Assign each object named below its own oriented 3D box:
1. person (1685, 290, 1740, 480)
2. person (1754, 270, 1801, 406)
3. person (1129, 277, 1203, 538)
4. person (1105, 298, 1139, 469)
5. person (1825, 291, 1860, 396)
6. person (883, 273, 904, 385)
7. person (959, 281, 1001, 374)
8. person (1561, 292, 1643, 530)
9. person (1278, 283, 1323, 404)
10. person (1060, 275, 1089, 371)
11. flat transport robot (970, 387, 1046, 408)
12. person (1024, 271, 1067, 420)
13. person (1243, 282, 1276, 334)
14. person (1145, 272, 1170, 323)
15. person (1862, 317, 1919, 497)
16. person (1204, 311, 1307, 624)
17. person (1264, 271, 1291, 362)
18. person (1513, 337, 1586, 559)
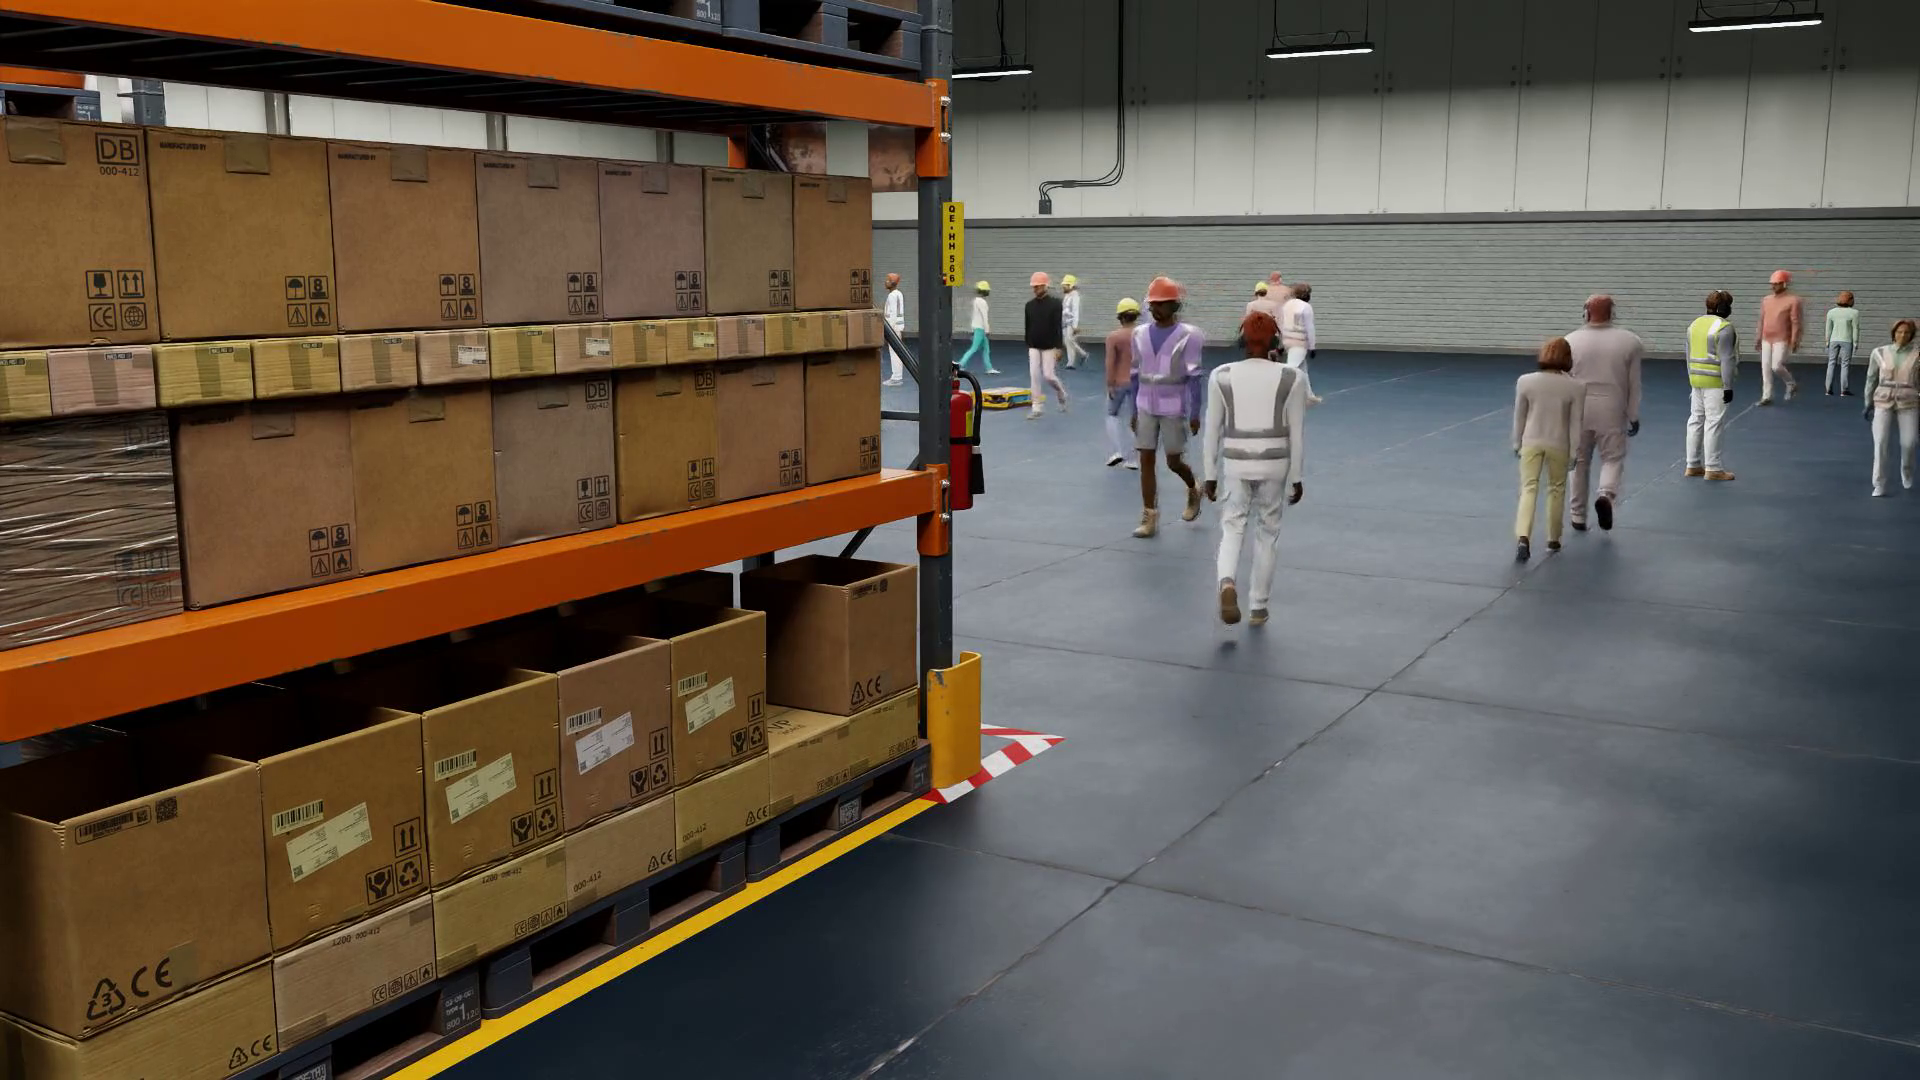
[{"bbox_3d":[7.365,-1.510,16.266,0.429,1.844,0.623,-2,10,-11],"label":"person"},{"bbox_3d":[11.859,-2.917,24.102,0.532,1.978,0.620,-4,11,-24],"label":"person"},{"bbox_3d":[1.633,-1.048,13.045,0.611,2.022,0.800,7,12,34],"label":"person"},{"bbox_3d":[1.708,-1.596,17.045,0.531,1.753,0.463,-3,10,-15],"label":"person"},{"bbox_3d":[13.796,-3.071,26.012,0.279,1.633,0.504,-8,12,-38],"label":"person"},{"bbox_3d":[-1.123,-3.548,28.069,0.343,1.882,0.585,2,10,9],"label":"person"},{"bbox_3d":[0.316,-3.891,30.537,0.823,1.730,0.535,-2,10,-10],"label":"person"},{"bbox_3d":[4.985,-0.990,13.051,0.665,1.890,0.592,4,10,21],"label":"person"},{"bbox_3d":[4.903,-2.824,24.146,0.976,1.787,0.633,-4,10,-22],"label":"person"},{"bbox_3d":[2.159,-4.109,31.514,0.560,1.820,0.619,-2,10,-10],"label":"person"},{"bbox_3d":[0.629,-2.084,24.211,0.652,0.197,1.431,6,11,31],"label":"flat transport robot"},{"bbox_3d":[1.150,-2.603,22.270,0.625,1.975,0.632,7,12,34],"label":"person"},{"bbox_3d":[5.203,-3.593,28.797,0.550,1.725,0.898,-2,10,-12],"label":"person"},{"bbox_3d":[2.947,-2.961,24.481,0.372,1.939,0.631,-4,11,-24],"label":"person"},{"bbox_3d":[8.509,-1.207,15.117,0.534,1.627,0.565,6,12,33],"label":"person"},{"bbox_3d":[1.705,-0.393,9.660,0.582,1.865,0.666,3,10,17],"label":"person"},{"bbox_3d":[6.130,-4.289,32.374,0.665,1.891,0.538,5,11,29],"label":"person"},{"bbox_3d":[4.247,-0.673,12.047,0.498,1.602,0.809,4,11,24],"label":"person"}]
